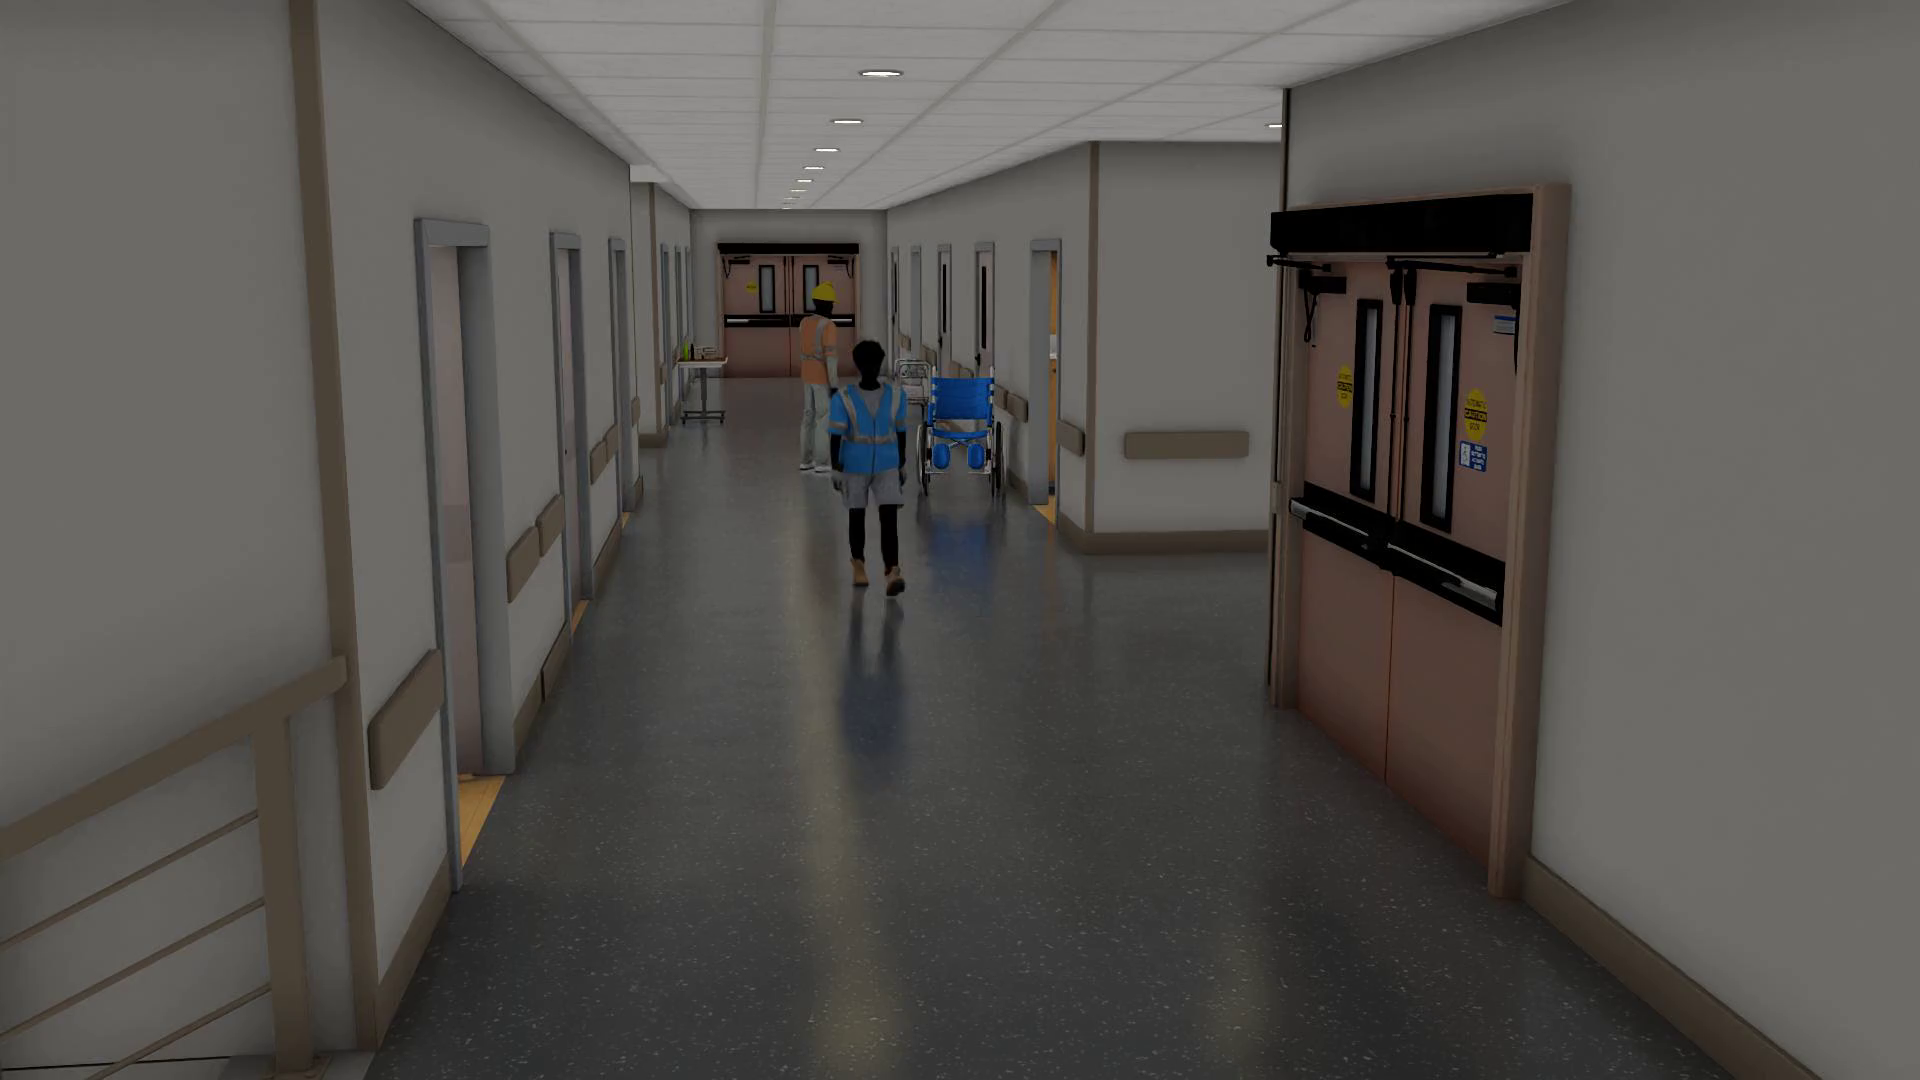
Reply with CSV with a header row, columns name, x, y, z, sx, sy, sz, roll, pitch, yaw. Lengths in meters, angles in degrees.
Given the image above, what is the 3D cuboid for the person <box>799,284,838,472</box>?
name,x,y,z,sx,sy,sz,roll,pitch,yaw
person,-1.421,-1.652,17.026,0.408,1.917,0.584,-8,12,-39

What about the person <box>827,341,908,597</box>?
name,x,y,z,sx,sy,sz,roll,pitch,yaw
person,-0.582,-0.461,10.815,0.552,1.646,0.868,-2,10,-13
